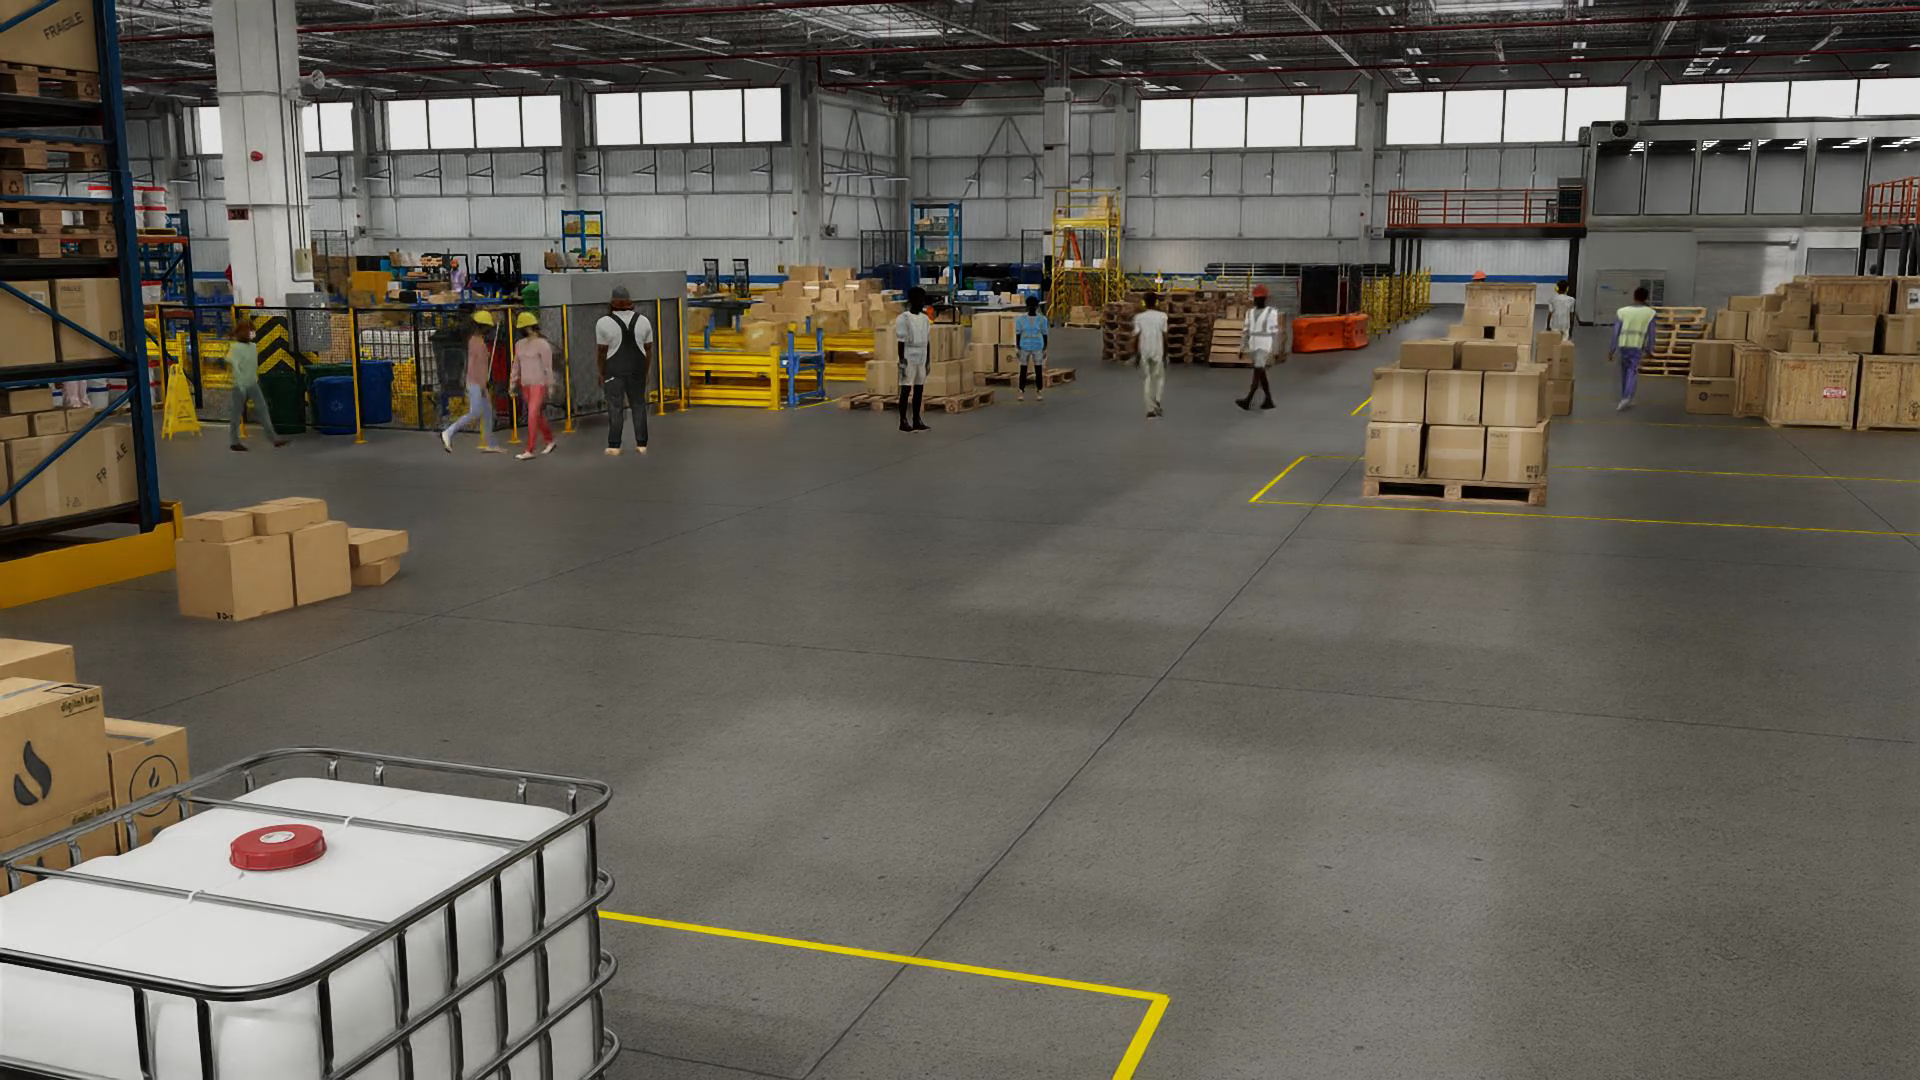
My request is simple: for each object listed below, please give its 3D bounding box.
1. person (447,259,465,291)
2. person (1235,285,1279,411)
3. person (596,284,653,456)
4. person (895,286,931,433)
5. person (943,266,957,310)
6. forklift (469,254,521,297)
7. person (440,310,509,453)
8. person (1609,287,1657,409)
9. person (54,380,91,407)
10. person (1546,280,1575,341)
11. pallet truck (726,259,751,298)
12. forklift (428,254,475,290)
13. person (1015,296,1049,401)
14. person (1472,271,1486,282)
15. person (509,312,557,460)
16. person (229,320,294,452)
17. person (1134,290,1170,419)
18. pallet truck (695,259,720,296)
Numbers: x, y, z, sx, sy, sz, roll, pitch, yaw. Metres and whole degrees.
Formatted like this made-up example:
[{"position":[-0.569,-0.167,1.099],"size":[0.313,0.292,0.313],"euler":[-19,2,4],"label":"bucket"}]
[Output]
[{"position":[-16.605,-8.222,54.780],"size":[0.603,2.035,0.403],"euler":[1,10,3],"label":"person"},{"position":[4.483,-2.898,25.177],"size":[1.004,1.884,0.567],"euler":[-9,13,-40],"label":"person"},{"position":[-4.034,-2.028,19.857],"size":[0.683,2.000,0.537],"euler":[-6,12,-31],"label":"person"},{"position":[-0.612,-2.399,22.198],"size":[0.373,1.958,0.599],"euler":[9,14,43],"label":"person"},{"position":[-0.366,-9.848,64.275],"size":[0.403,1.906,0.651],"euler":[-9,13,-41],"label":"person"},{"position":[-17.990,-10.121,64.684],"size":[1.157,1.987,2.680],"euler":[3,11,17],"label":"forklift"},{"position":[-5.852,-1.886,19.934],"size":[0.718,1.735,0.532],"euler":[-4,11,-20],"label":"person"},{"position":[10.283,-2.931,25.441],"size":[0.636,1.878,0.892],"euler":[7,12,35],"label":"person"},{"position":[-10.685,-2.027,19.982],"size":[0.375,1.995,0.611],"euler":[-1,10,-3],"label":"person"},{"position":[11.202,-3.924,31.060],"size":[0.501,1.861,0.328],"euler":[1,10,5],"label":"person"},{"position":[-7.986,-9.493,62.019],"size":[0.823,1.965,1.885],"euler":[3,11,17],"label":"pallet truck"},{"position":[-20.133,-10.254,65.465],"size":[1.157,1.987,2.680],"euler":[3,11,19],"label":"forklift"},{"position":[1.154,-3.069,26.719],"size":[0.537,1.692,0.320],"euler":[1,10,5],"label":"person"},{"position":[11.586,-5.035,37.128],"size":[0.399,1.928,0.542],"euler":[4,11,22],"label":"person"},{"position":[-5.018,-1.836,19.640],"size":[0.522,1.725,0.821],"euler":[6,12,32],"label":"person"},{"position":[-8.508,-1.844,20.055],"size":[0.817,1.591,0.525],"euler":[2,10,12],"label":"person"},{"position":[2.768,-2.669,24.000],"size":[0.543,1.846,0.406],"euler":[2,10,13],"label":"person"},{"position":[-9.165,-9.627,62.776],"size":[0.823,1.965,1.885],"euler":[4,11,23],"label":"pallet truck"}]
